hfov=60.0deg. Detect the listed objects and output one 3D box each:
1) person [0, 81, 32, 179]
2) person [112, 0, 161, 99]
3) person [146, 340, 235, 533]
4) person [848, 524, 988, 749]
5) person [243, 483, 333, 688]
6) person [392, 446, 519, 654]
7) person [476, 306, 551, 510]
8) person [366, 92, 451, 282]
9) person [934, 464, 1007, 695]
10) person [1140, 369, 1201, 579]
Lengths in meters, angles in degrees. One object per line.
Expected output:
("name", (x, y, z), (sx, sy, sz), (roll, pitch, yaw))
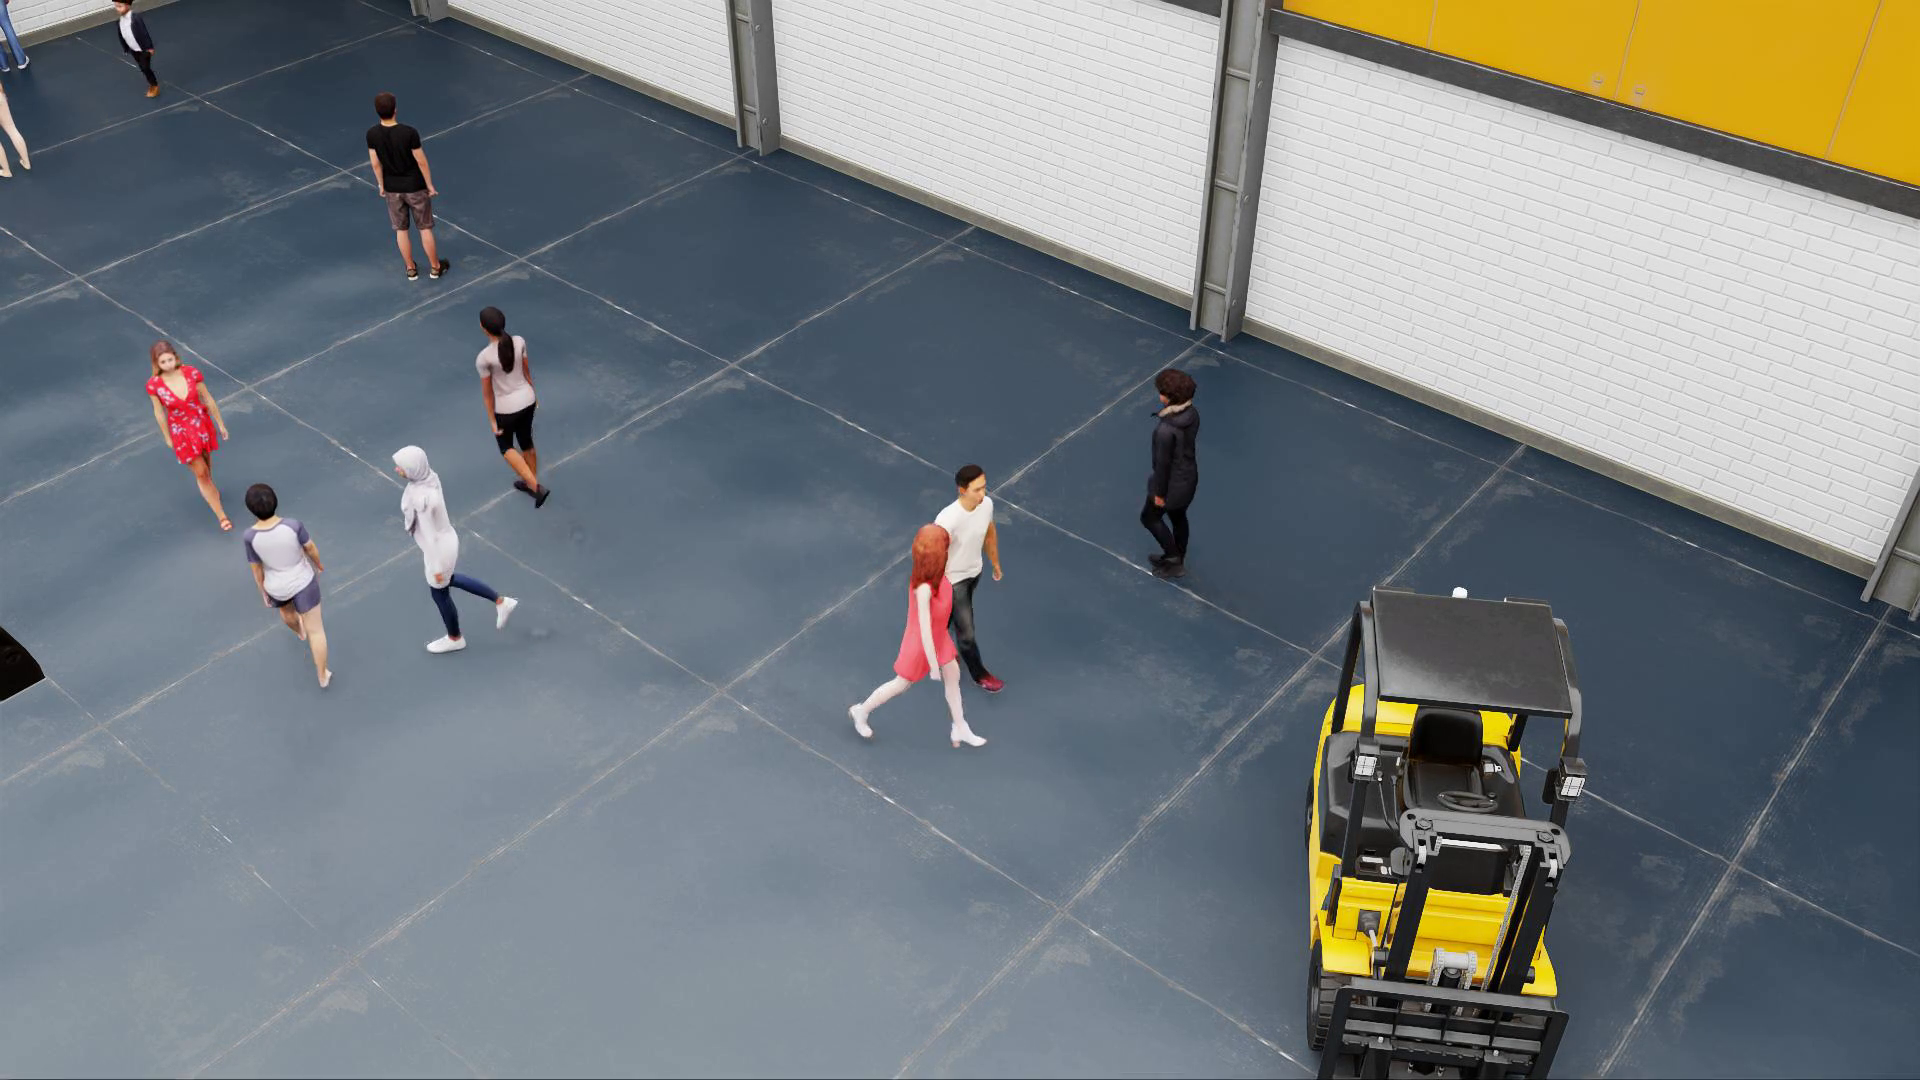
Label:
("person", (-10.203, -4.615, 17.433), (0.489, 1.643, 0.572), (23, 44, 26))
("person", (-9.454, -5.751, 19.196), (0.578, 1.218, 0.664), (11, 40, 13))
("person", (-5.938, -0.880, 12.831), (0.718, 1.549, 1.100), (-27, 46, -29))
("person", (-0.326, 0.677, 10.699), (1.240, 1.777, 0.979), (9, 39, 11))
("person", (-4.551, 0.336, 11.331), (0.928, 1.522, 1.084), (-10, 40, -12))
("person", (-3.527, 0.057, 11.484), (0.991, 1.766, 0.942), (-3, 39, -4))
("person", (-3.395, -0.982, 12.811), (0.860, 1.734, 0.624), (30, 47, 32))
("person", (-5.227, -3.319, 15.635), (0.763, 1.862, 0.826), (-3, 39, -3))
("person", (-0.079, 0.189, 11.315), (0.955, 1.770, 0.657), (28, 46, 30))
("person", (1.616, -0.407, 12.075), (0.687, 1.754, 0.688), (25, 45, 28))
